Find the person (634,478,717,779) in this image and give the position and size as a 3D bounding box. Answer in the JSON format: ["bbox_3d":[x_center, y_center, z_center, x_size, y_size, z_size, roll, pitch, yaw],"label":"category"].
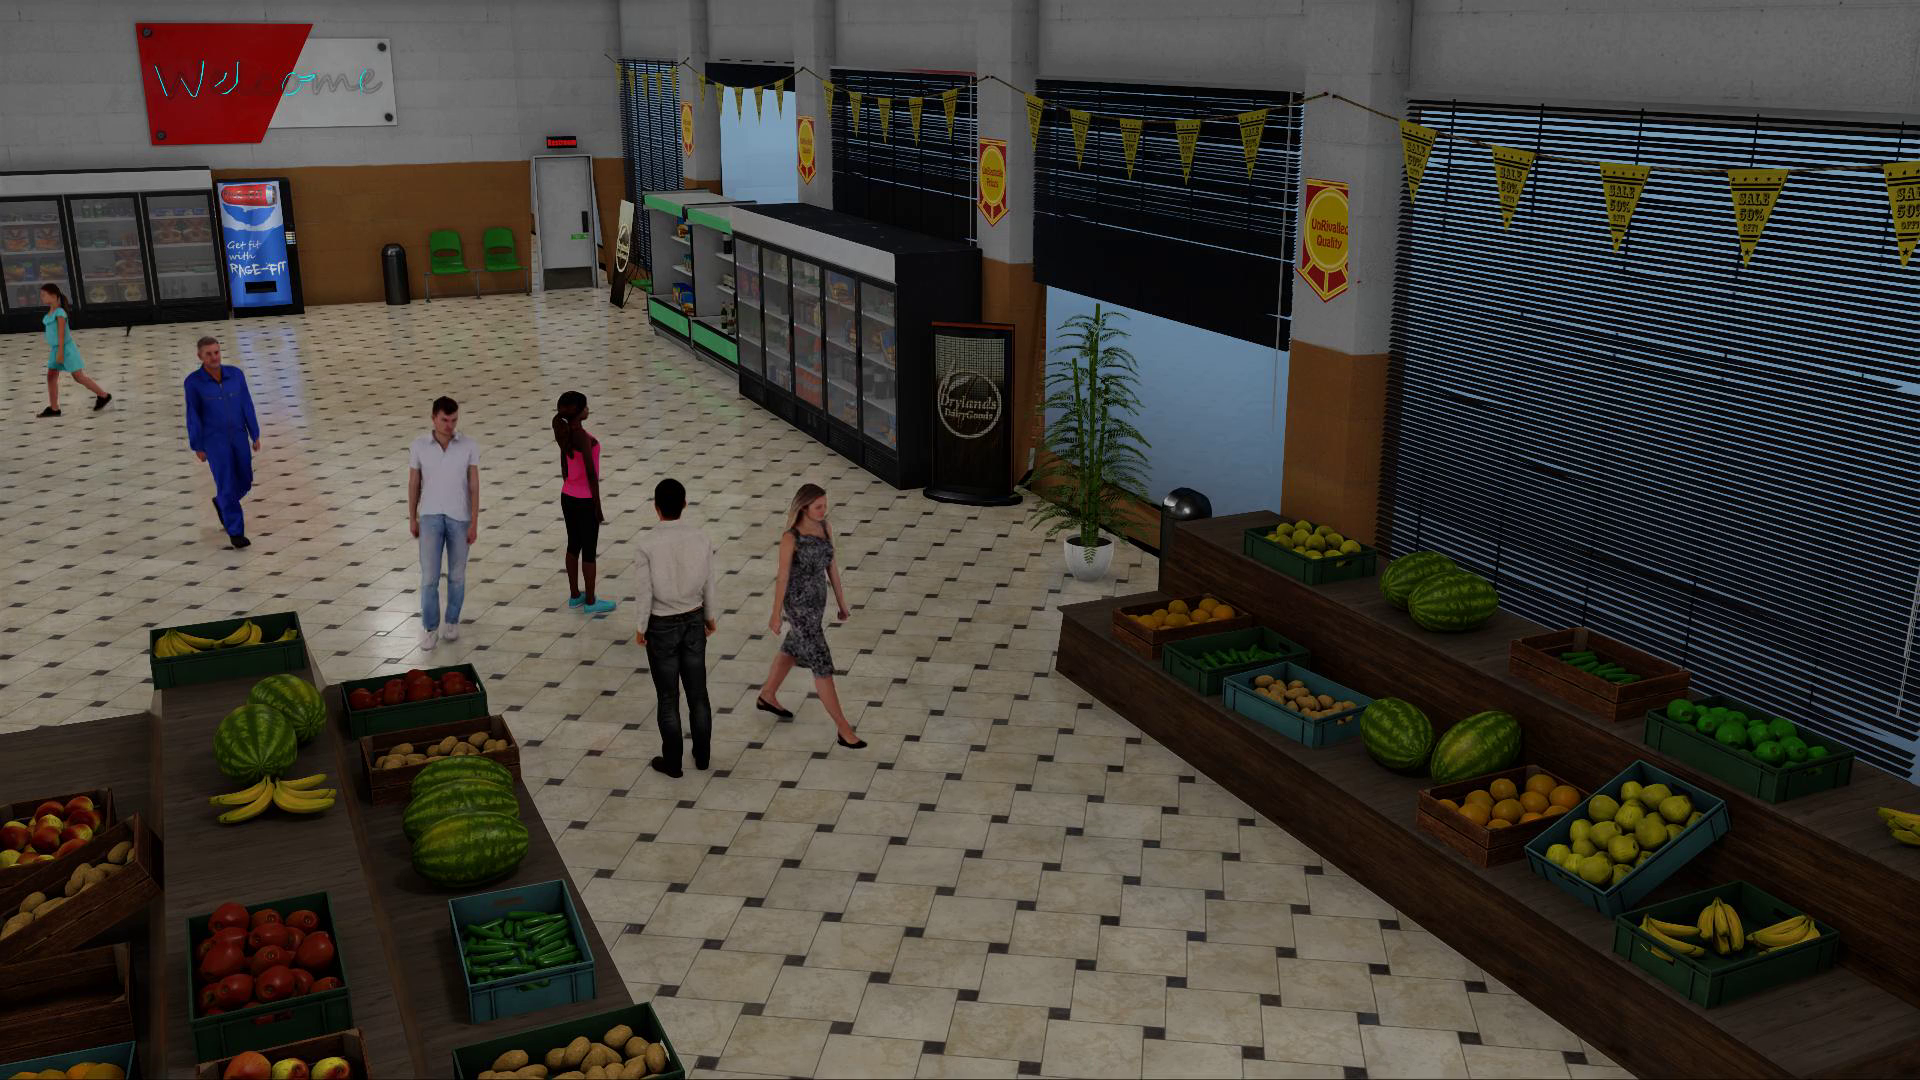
[{"bbox_3d":[-1.675,0.519,9.841,0.674,1.811,0.583,-10,20,-29],"label":"person"}]

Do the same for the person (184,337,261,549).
[{"bbox_3d":[-6.400,-0.868,14.419,1.181,1.804,0.996,15,22,40],"label":"person"}]

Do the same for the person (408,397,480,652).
[{"bbox_3d":[-3.710,-0.155,12.037,0.716,1.825,0.771,-4,17,-12],"label":"person"}]

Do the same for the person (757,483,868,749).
[{"bbox_3d":[-1.025,0.455,10.335,1.254,1.647,1.039,10,20,30],"label":"person"}]

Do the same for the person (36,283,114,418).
[{"bbox_3d":[-10.285,-2.188,19.249,1.074,1.524,0.880,14,22,39],"label":"person"}]

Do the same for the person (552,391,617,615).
[{"bbox_3d":[-2.899,-0.295,12.672,0.682,1.724,0.584,-16,23,-42],"label":"person"}]
